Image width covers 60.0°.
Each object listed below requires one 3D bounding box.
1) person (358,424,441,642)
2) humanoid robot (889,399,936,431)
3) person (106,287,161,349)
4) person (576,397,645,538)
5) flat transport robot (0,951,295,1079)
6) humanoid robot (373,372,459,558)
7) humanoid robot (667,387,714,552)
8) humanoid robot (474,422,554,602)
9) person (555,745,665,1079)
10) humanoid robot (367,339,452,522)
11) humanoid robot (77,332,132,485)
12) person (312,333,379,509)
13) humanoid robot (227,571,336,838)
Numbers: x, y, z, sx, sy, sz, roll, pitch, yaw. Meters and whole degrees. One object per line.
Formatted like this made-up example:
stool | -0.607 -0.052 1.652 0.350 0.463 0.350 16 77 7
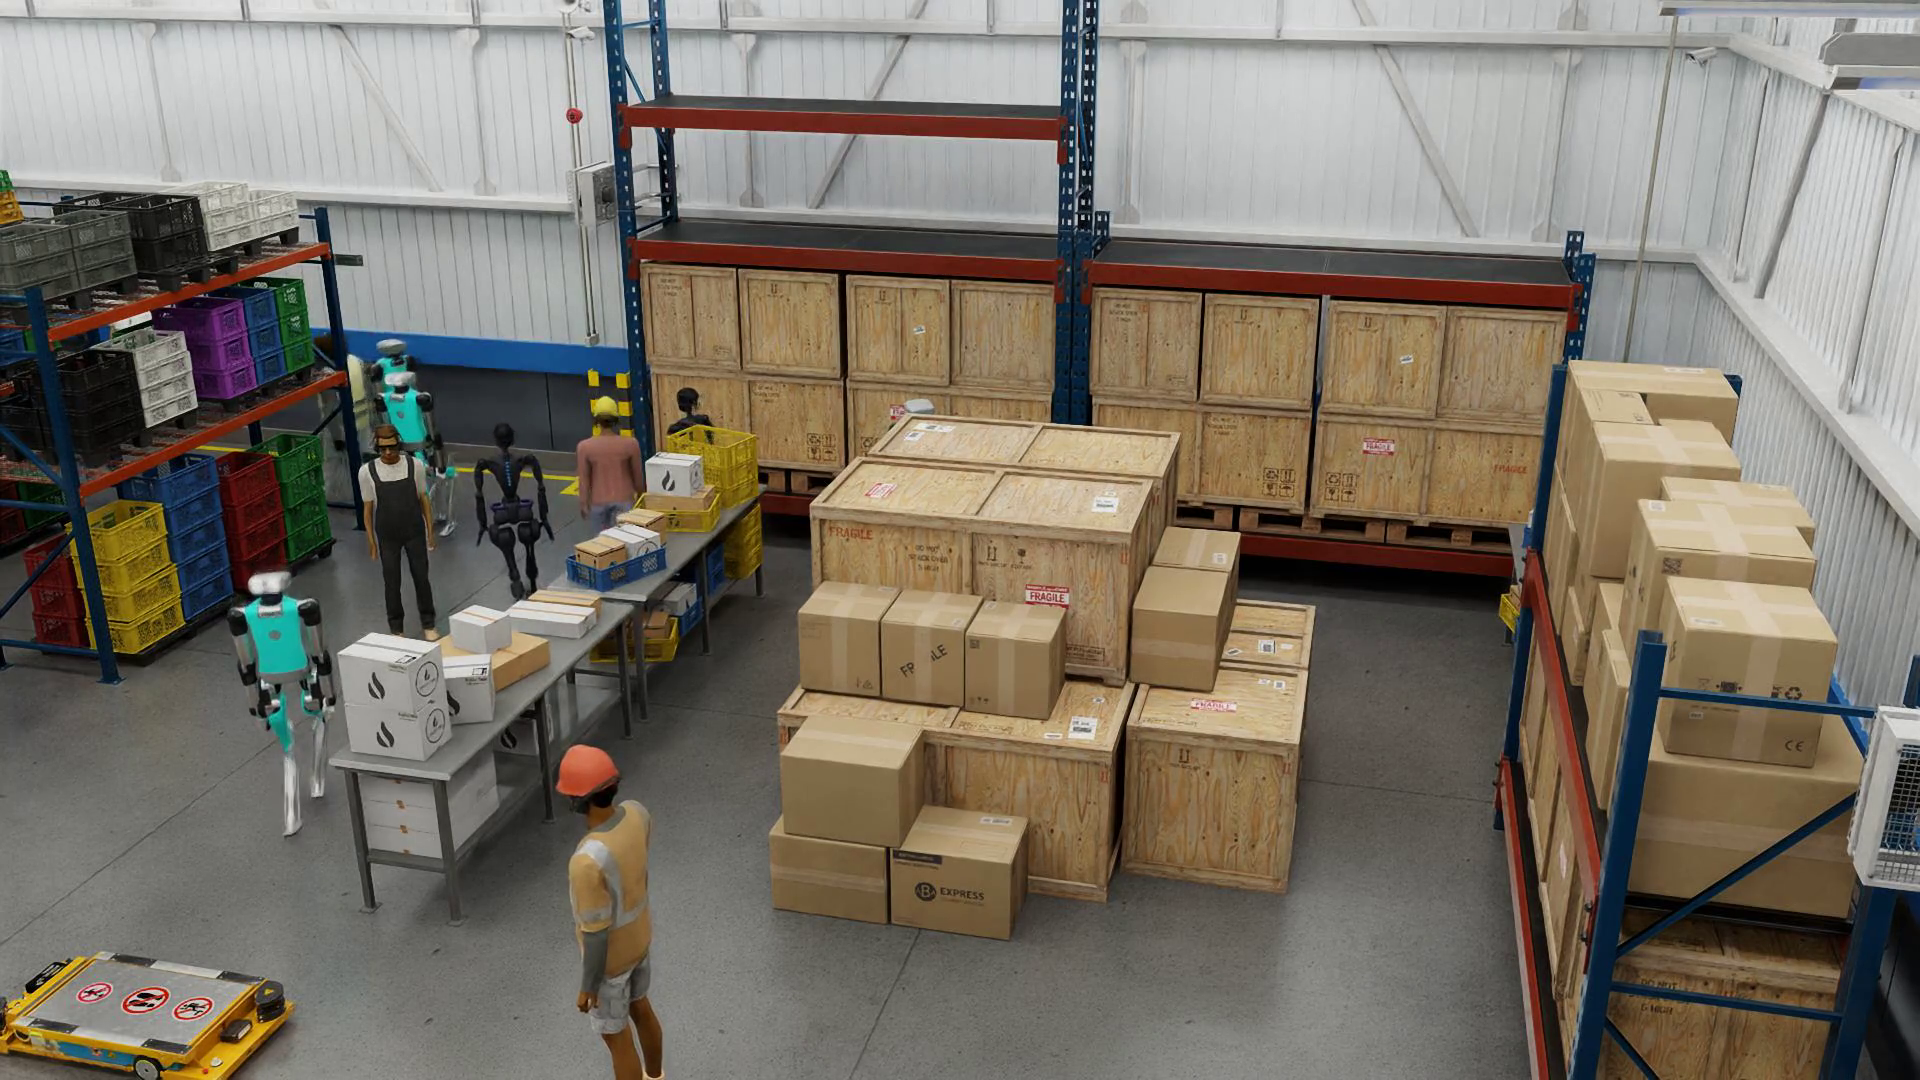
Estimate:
person | -4.354 -0.033 12.945 0.507 1.837 0.334 -9 23 -23
humanoid robot | -0.303 -0.255 13.464 0.533 1.680 0.735 -1 21 -2
person | -8.930 -2.026 18.156 0.562 1.836 0.390 -3 21 -8
person | -2.916 -0.363 13.949 0.538 1.728 0.815 -5 21 -12
flat transport robot | -4.270 2.464 8.601 1.431 0.231 0.659 5 22 13
humanoid robot | -4.782 -0.718 14.932 0.543 1.757 1.020 3 21 8
humanoid robot | -2.331 -0.511 14.413 0.326 1.657 0.589 13 24 30
humanoid robot | -3.623 -0.141 13.537 0.610 1.639 0.745 -7 22 -18
person | -1.625 1.873 7.674 0.395 2.033 0.611 5 21 13
humanoid robot | -5.023 -0.978 15.597 0.941 1.764 0.535 9 23 23
humanoid robot | -8.654 -1.342 16.600 0.591 1.634 0.601 4 21 11
person | -5.826 -1.100 15.801 1.005 1.787 0.625 9 23 22
humanoid robot | -4.198 0.961 10.481 0.544 1.764 0.940 -5 22 -13
